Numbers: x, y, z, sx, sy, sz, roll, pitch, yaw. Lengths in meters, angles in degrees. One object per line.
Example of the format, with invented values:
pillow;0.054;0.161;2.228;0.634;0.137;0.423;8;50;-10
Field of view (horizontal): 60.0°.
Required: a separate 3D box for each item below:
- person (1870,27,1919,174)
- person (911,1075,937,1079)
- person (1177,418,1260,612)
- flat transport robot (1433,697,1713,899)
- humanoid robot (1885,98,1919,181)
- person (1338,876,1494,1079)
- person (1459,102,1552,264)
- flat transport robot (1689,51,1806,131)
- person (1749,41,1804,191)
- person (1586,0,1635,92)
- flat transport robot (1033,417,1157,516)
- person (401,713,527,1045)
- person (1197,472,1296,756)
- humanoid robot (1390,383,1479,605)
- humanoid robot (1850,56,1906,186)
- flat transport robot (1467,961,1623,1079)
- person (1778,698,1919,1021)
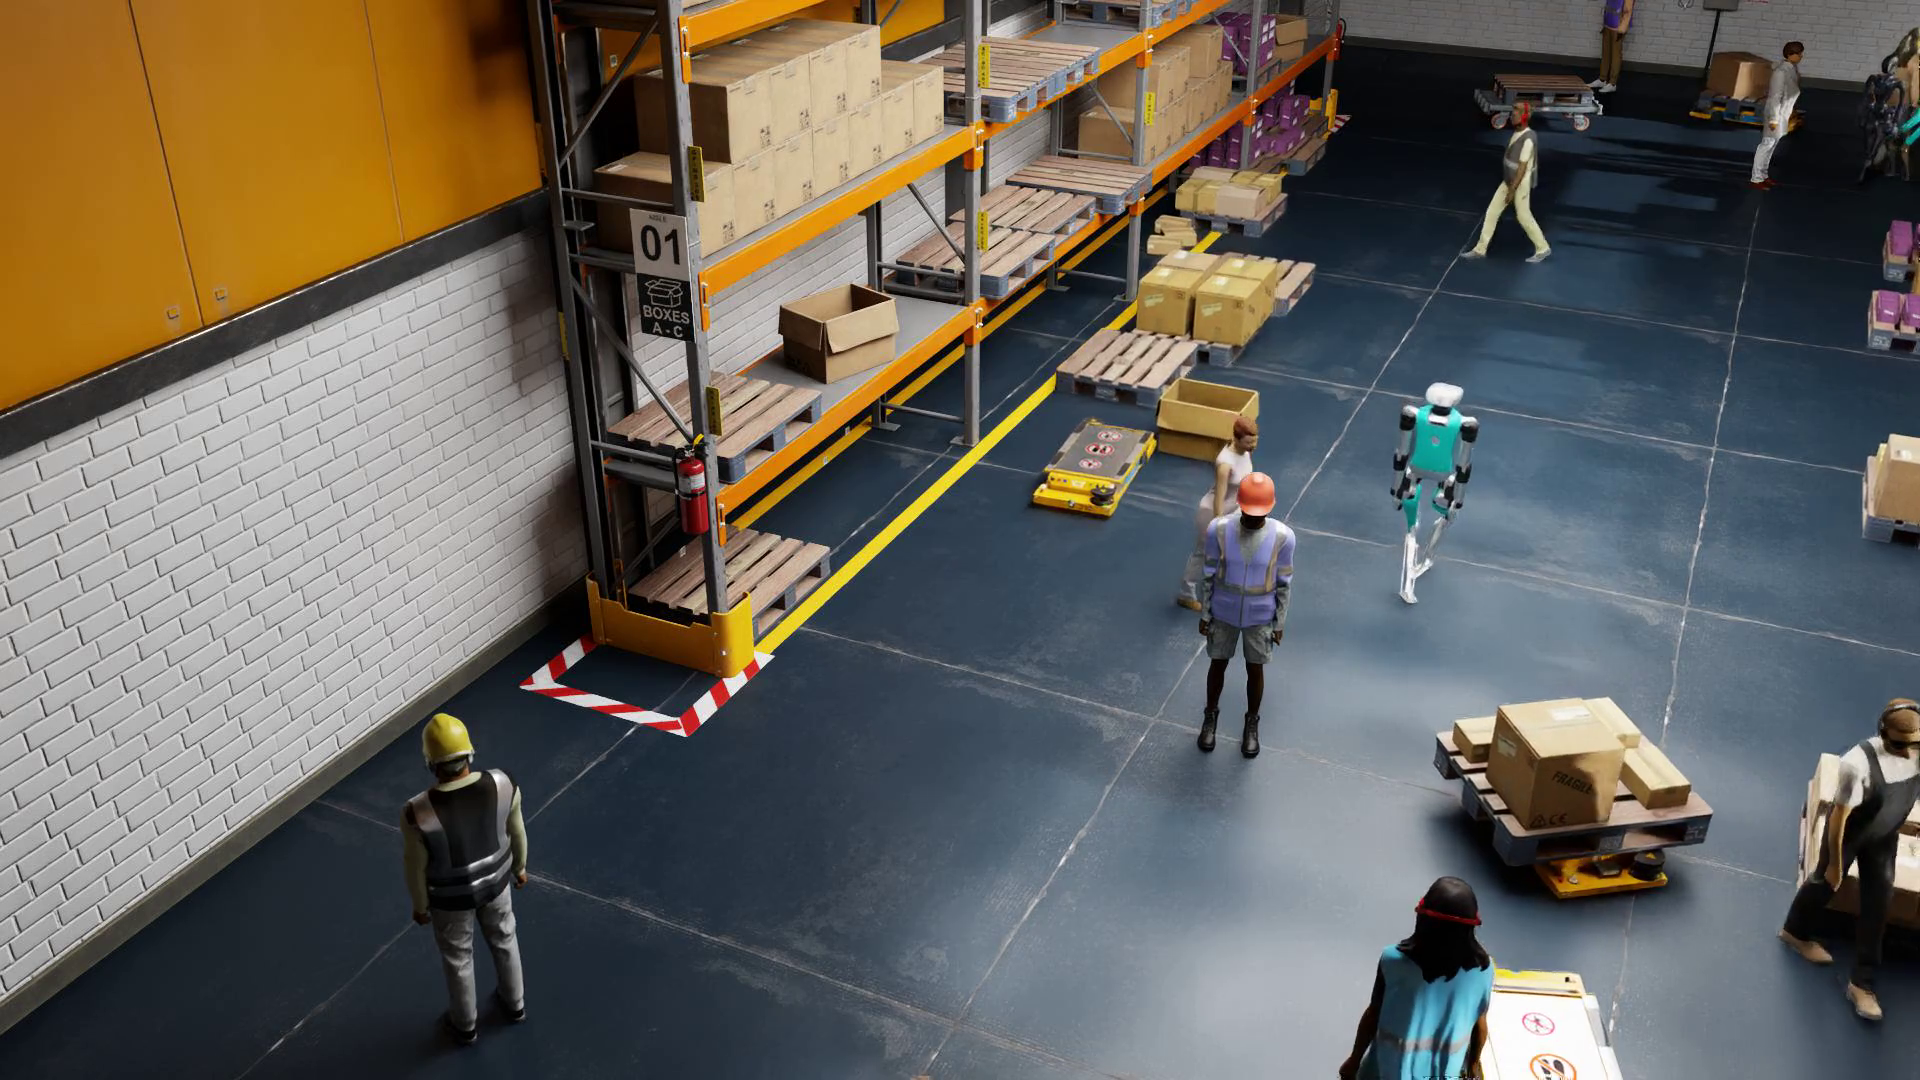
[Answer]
person;12.251;-5.745;21.719;0.611;1.861;0.616;-8;29;-14
person;-0.124;2.707;6.255;0.568;1.660;0.370;23;36;36
person;1.866;-0.158;11.597;0.713;1.602;0.471;21;35;33
flat transport robot;3.501;1.566;9.825;0.659;0.231;1.431;-5;29;-9
humanoid robot;12.288;-5.474;21.362;0.706;1.815;0.530;-6;29;-12
person;1.908;2.182;7.003;0.604;1.855;0.467;1;28;1
person;6.205;-3.952;18.442;0.951;1.806;0.572;-2;28;-4
flat transport robot;11.485;-6.214;24.250;1.431;0.231;0.659;22;35;35
person;10.356;-5.372;21.042;0.366;1.836;0.503;22;35;35
person;10.120;-7.916;25.656;0.409;1.931;0.532;-6;29;-10
flat transport robot;1.148;-0.626;13.889;0.659;0.231;1.431;10;30;19
person;-2.374;1.644;8.053;0.599;1.817;0.403;-22;35;-34
person;1.730;0.453;10.148;0.542;1.930;0.375;6;29;11
humanoid robot;3.398;-0.415;11.967;0.547;1.735;0.956;11;30;19
humanoid robot;11.656;-5.343;21.182;0.727;1.624;0.613;-17;33;-28
flat transport robot;2.802;2.561;7.979;0.659;0.231;1.431;3;28;5
person;4.542;1.538;8.270;0.569;1.793;0.834;-5;29;-10
